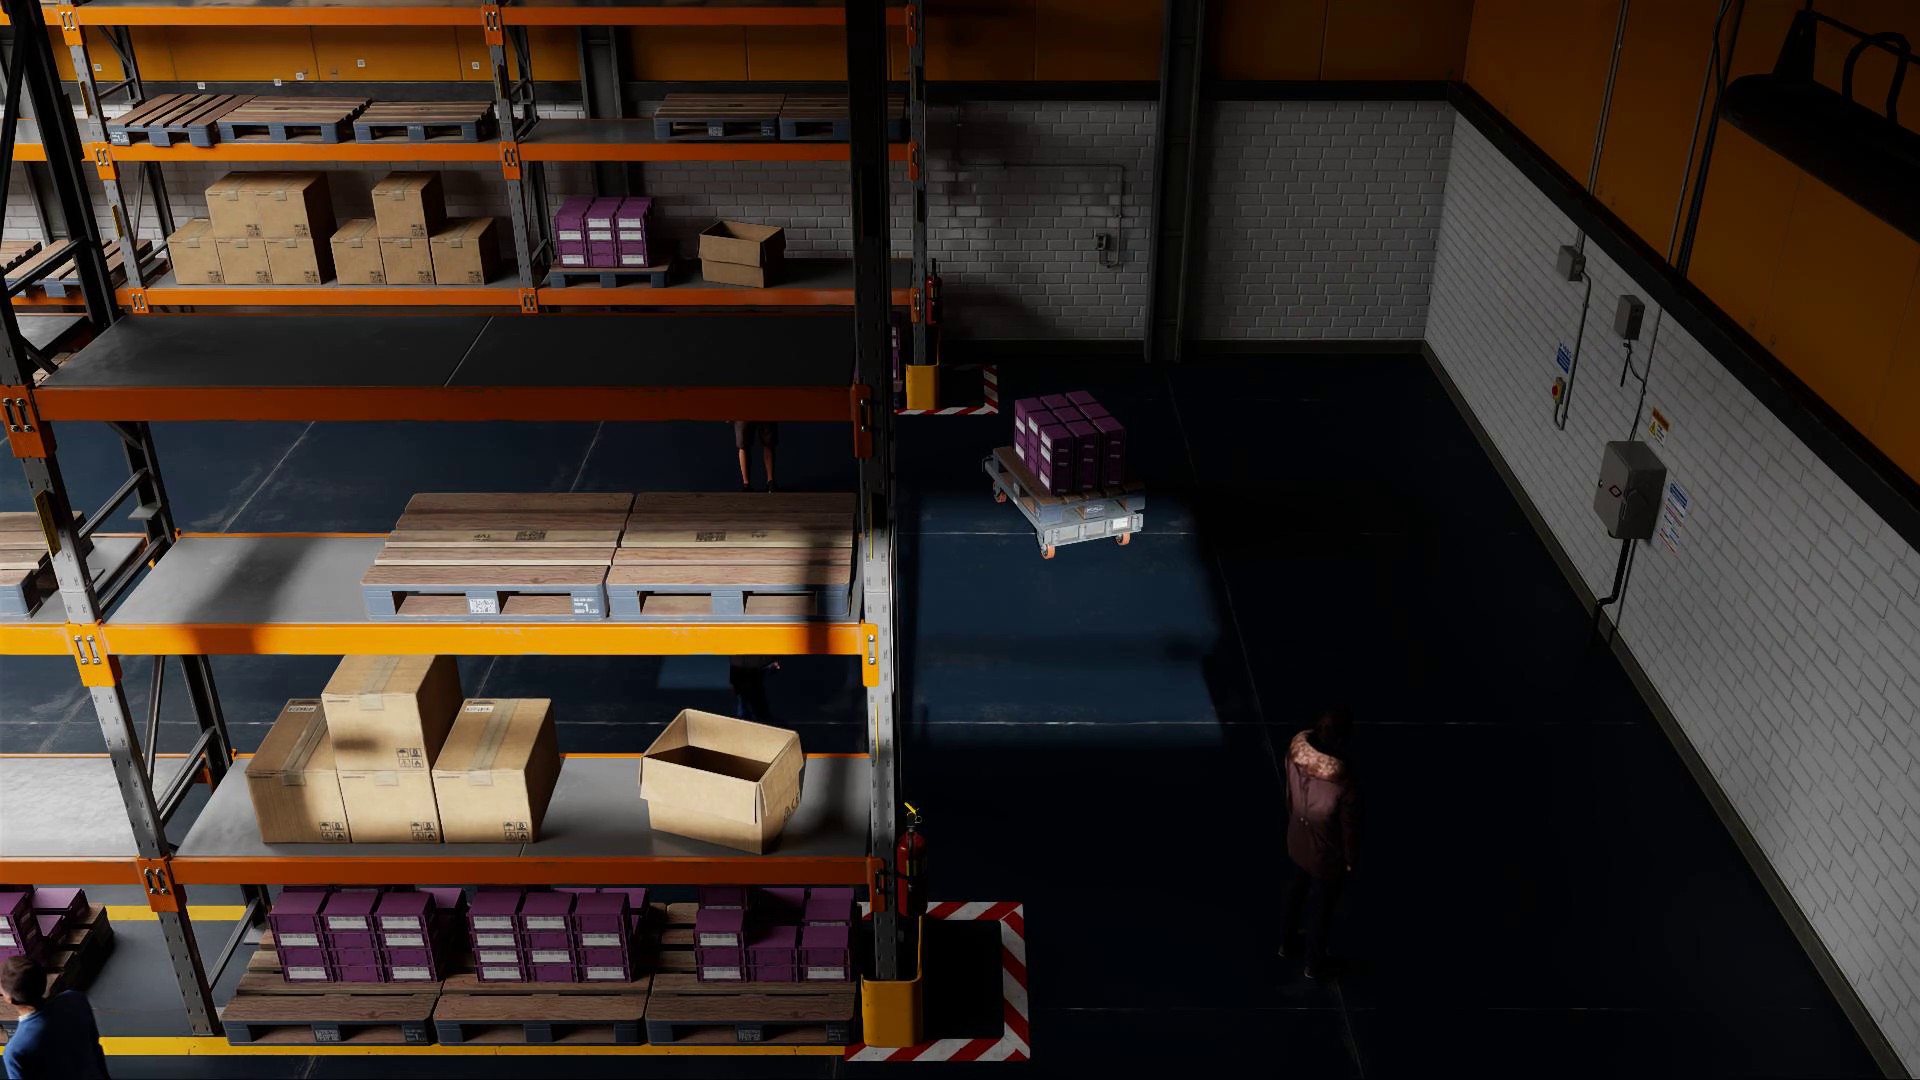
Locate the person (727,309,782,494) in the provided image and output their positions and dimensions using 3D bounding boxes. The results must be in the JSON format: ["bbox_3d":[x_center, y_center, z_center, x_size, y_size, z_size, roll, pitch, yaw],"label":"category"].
[{"bbox_3d":[-1.893,-1.259,15.375,0.588,1.862,0.772,-5,29,-10],"label":"person"}]

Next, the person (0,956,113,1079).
[{"bbox_3d":[-4.331,2.741,8.090,0.655,1.817,0.718,8,30,14],"label":"person"}]

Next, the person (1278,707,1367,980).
[{"bbox_3d":[2.128,1.773,9.830,0.875,1.848,0.870,-16,32,-26],"label":"person"}]
